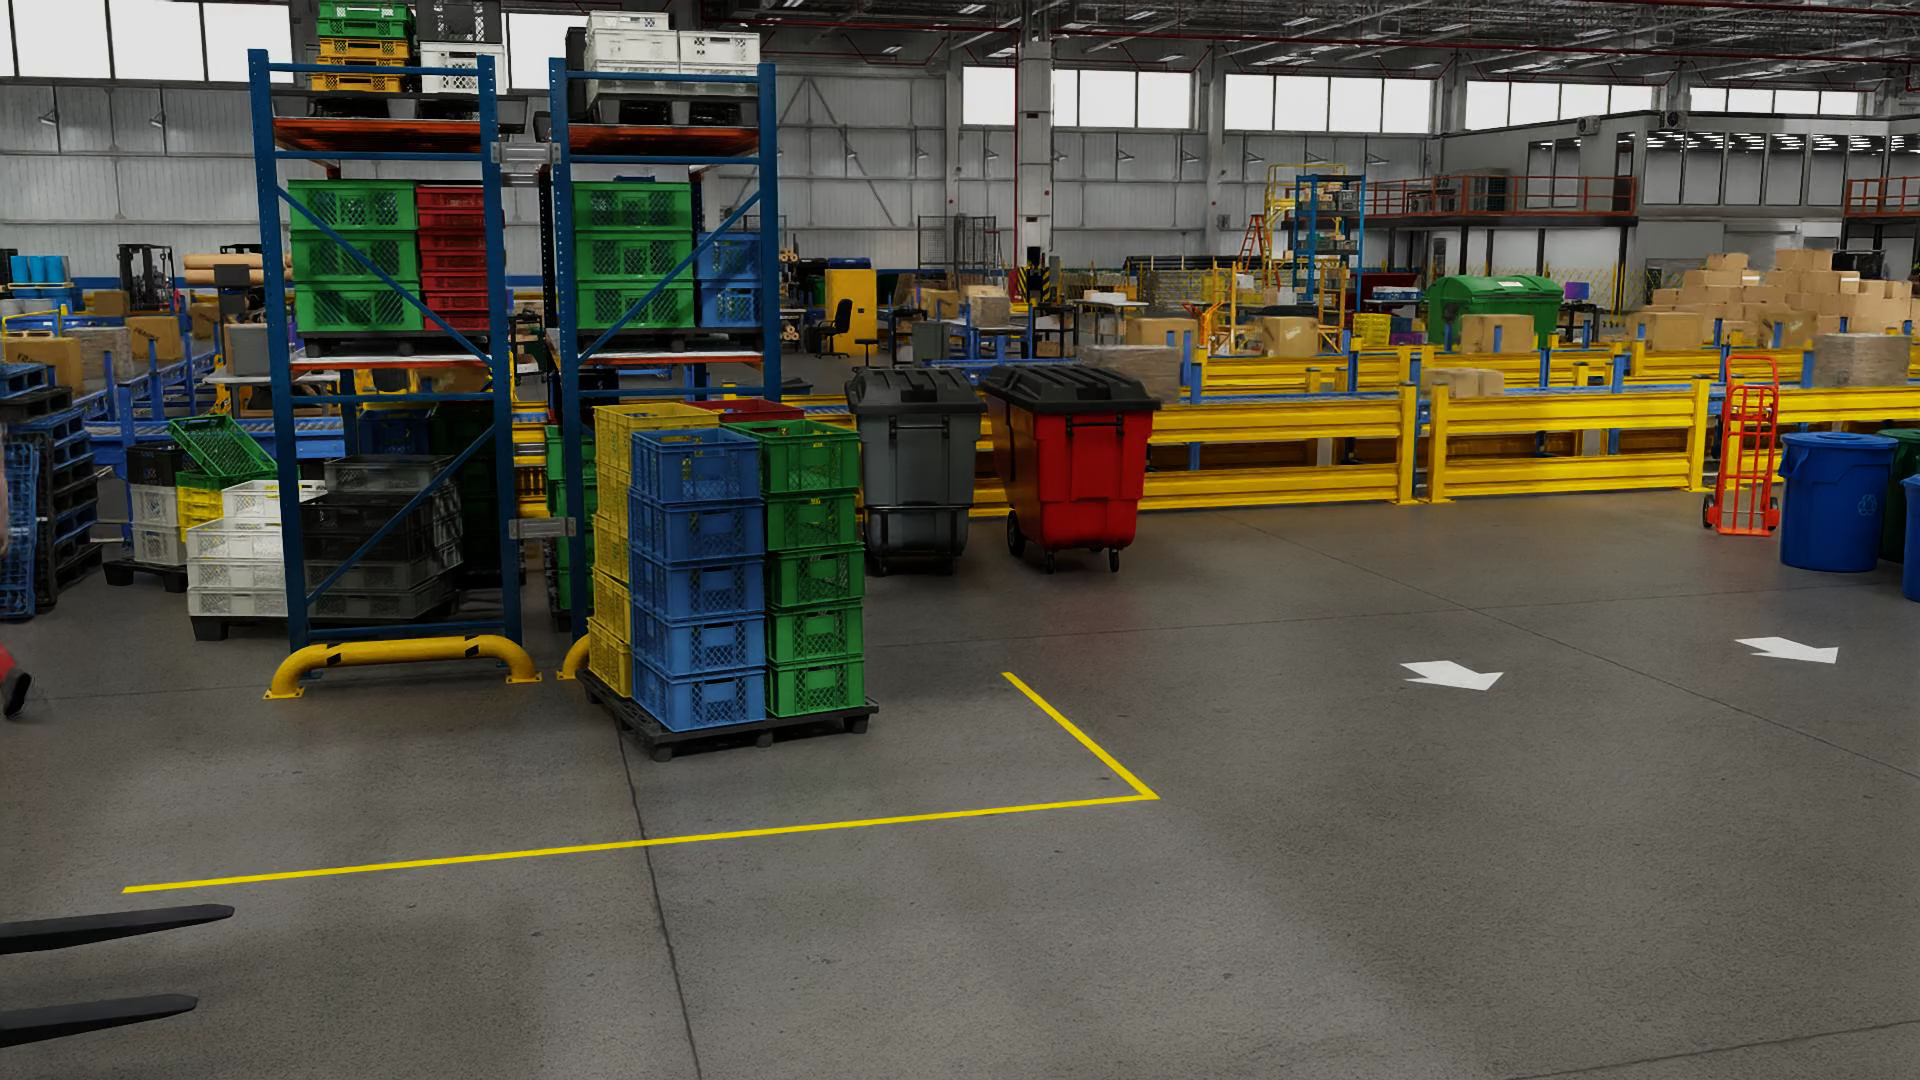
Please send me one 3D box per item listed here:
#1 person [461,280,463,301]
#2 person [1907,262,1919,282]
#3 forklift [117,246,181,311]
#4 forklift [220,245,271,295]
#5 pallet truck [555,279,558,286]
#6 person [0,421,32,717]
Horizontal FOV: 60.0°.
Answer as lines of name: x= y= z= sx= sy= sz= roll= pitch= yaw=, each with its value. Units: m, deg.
person: x=-10.493 y=-4.983 z=34.722 sx=0.604 sy=1.998 sz=1.038 roll=4 pitch=11 yaw=21
person: x=23.077 y=-5.818 z=40.104 sx=0.534 sy=1.744 sz=0.688 roll=-1 pitch=10 yaw=-8
forklift: x=-19.966 y=-6.232 z=40.894 sx=1.157 sy=1.987 sz=2.680 roll=-3 pitch=10 yaw=-15
forklift: x=-17.749 y=-6.334 z=41.440 sx=1.157 sy=1.987 sz=2.680 roll=-3 pitch=10 yaw=-17
pallet truck: x=-10.604 y=-6.375 z=44.520 sx=0.653 sy=1.274 sz=1.630 roll=-3 pitch=10 yaw=-15
person: x=-4.530 y=-0.058 z=7.538 sx=0.797 sy=1.742 sz=0.530 roll=5 pitch=11 yaw=24
